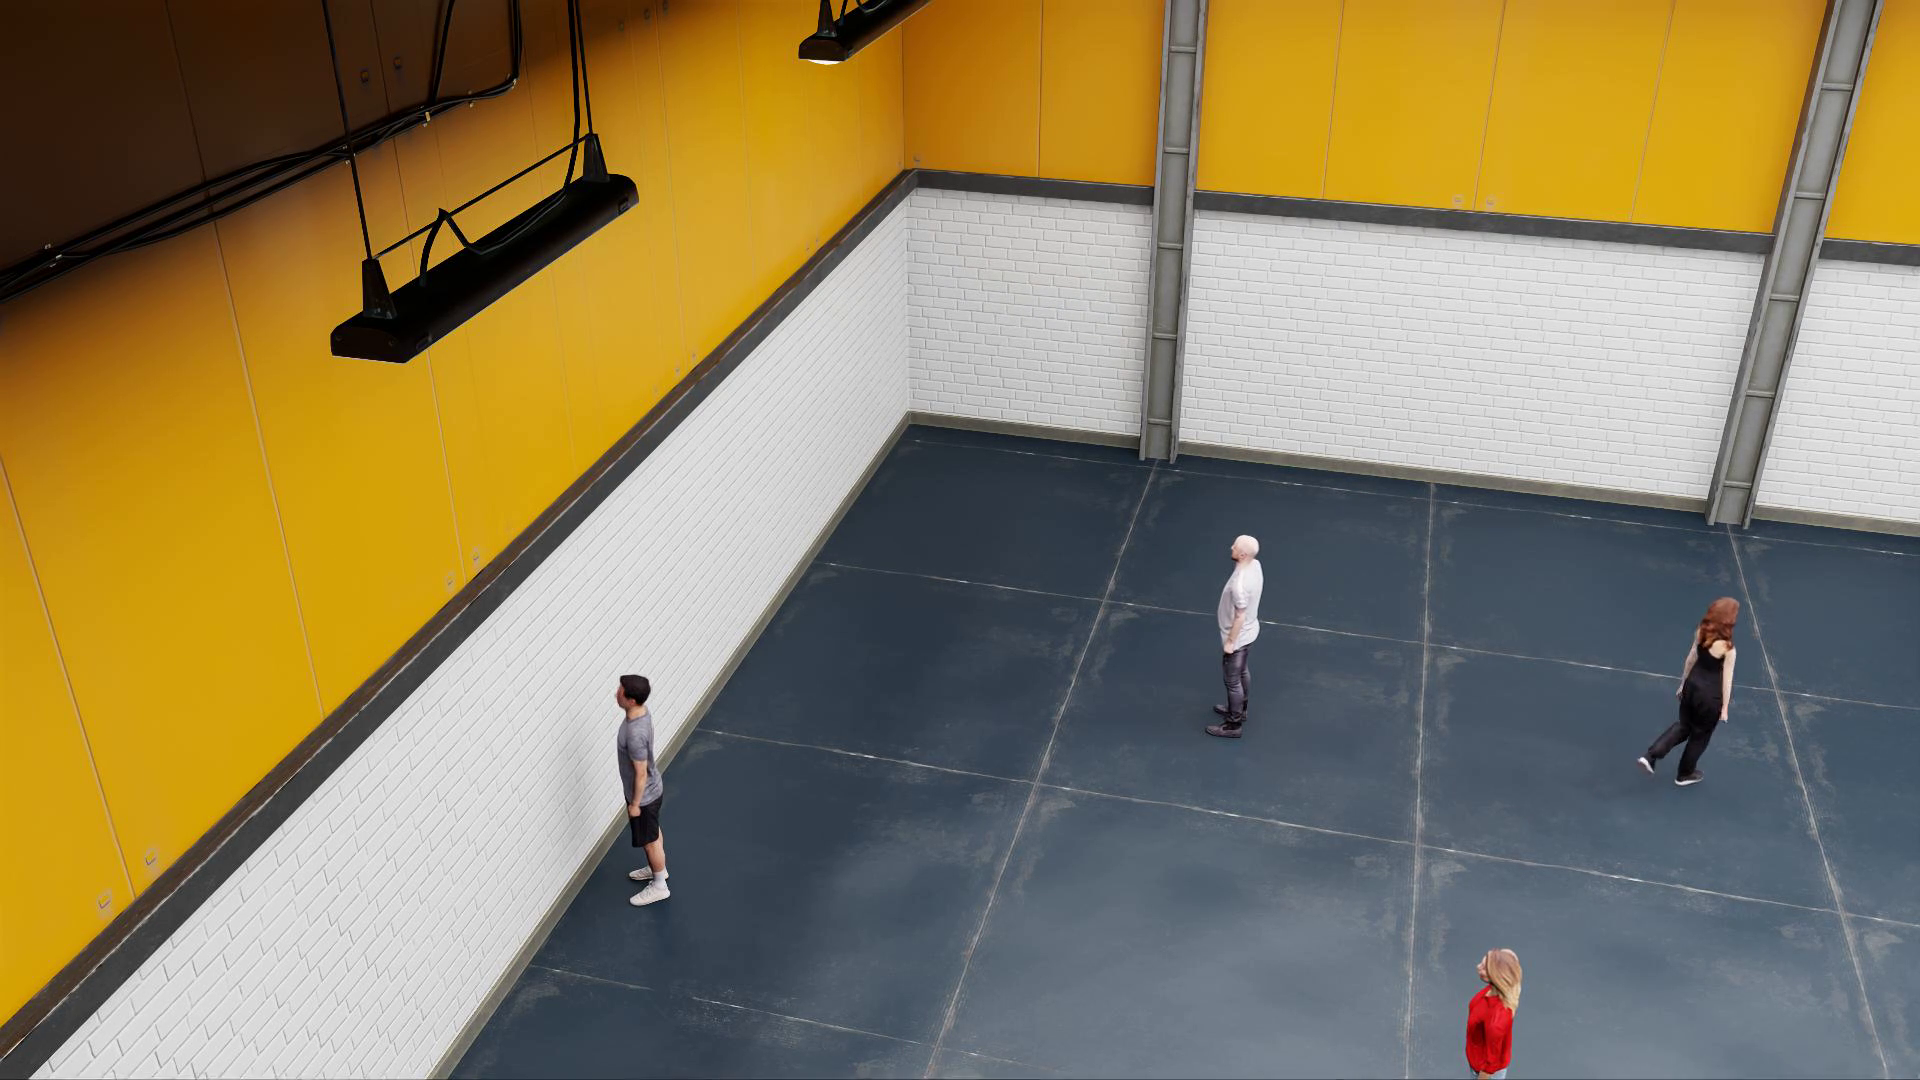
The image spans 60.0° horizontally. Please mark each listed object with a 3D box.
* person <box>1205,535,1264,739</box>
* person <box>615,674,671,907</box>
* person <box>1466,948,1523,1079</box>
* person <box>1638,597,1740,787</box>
[{"bbox_3d":[2.300,0.776,13.728,0.602,1.831,0.687,11,30,19],"label":"person"},{"bbox_3d":[-2.258,1.760,11.883,0.708,1.871,0.733,-5,29,-8],"label":"person"},{"bbox_3d":[3.055,3.058,9.678,0.514,1.704,0.629,9,30,17],"label":"person"},{"bbox_3d":[5.734,1.225,13.011,0.952,1.731,0.845,-10,30,-18],"label":"person"}]
